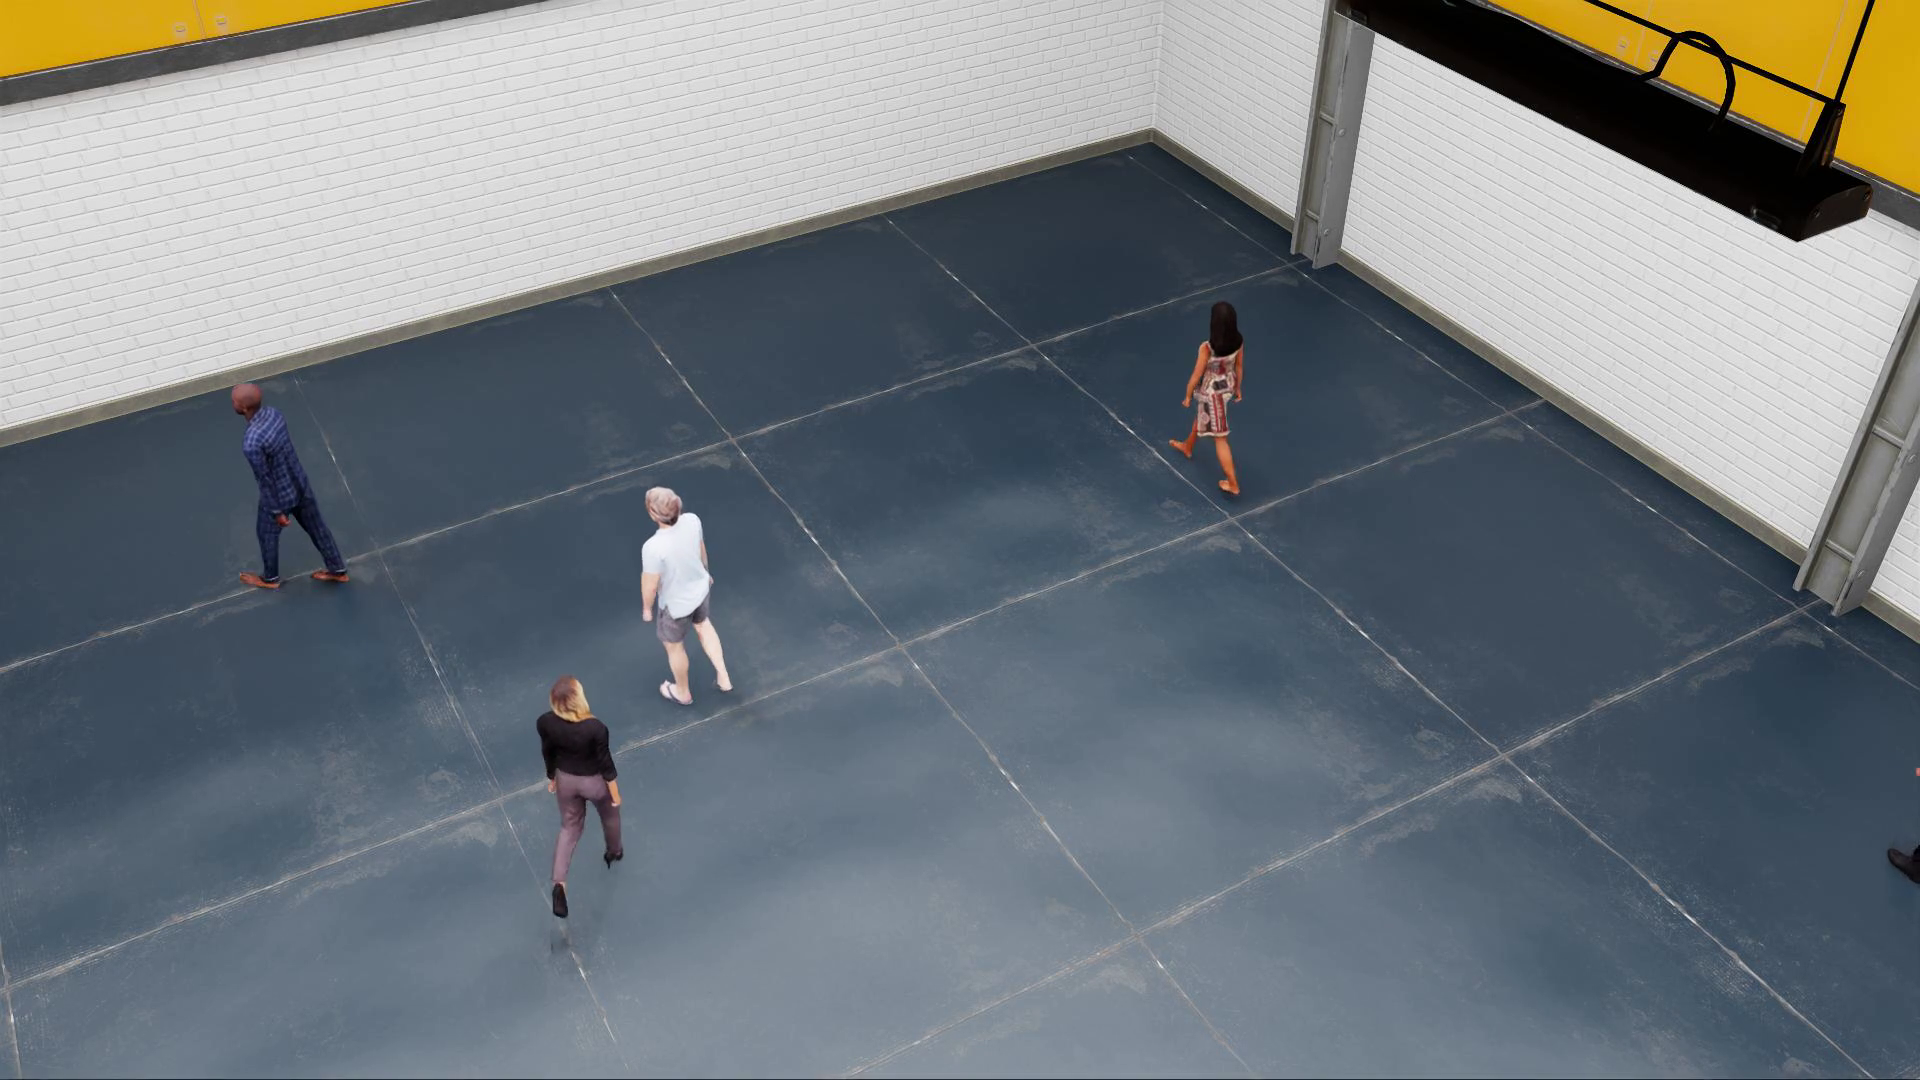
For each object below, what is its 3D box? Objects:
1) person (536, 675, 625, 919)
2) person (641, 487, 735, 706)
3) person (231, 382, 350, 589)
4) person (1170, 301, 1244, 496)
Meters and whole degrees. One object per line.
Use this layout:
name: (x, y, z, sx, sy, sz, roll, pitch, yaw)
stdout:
person: (-2.254, 1.531, 9.799, 0.981, 1.649, 1.079, 6, 39, 8)
person: (-1.803, 0.406, 11.068, 0.864, 1.824, 0.827, 28, 47, 31)
person: (-4.824, -0.367, 12.067, 1.089, 1.784, 1.071, 6, 39, 8)
person: (2.065, -1.090, 13.121, 0.677, 1.600, 1.128, -23, 44, -26)
